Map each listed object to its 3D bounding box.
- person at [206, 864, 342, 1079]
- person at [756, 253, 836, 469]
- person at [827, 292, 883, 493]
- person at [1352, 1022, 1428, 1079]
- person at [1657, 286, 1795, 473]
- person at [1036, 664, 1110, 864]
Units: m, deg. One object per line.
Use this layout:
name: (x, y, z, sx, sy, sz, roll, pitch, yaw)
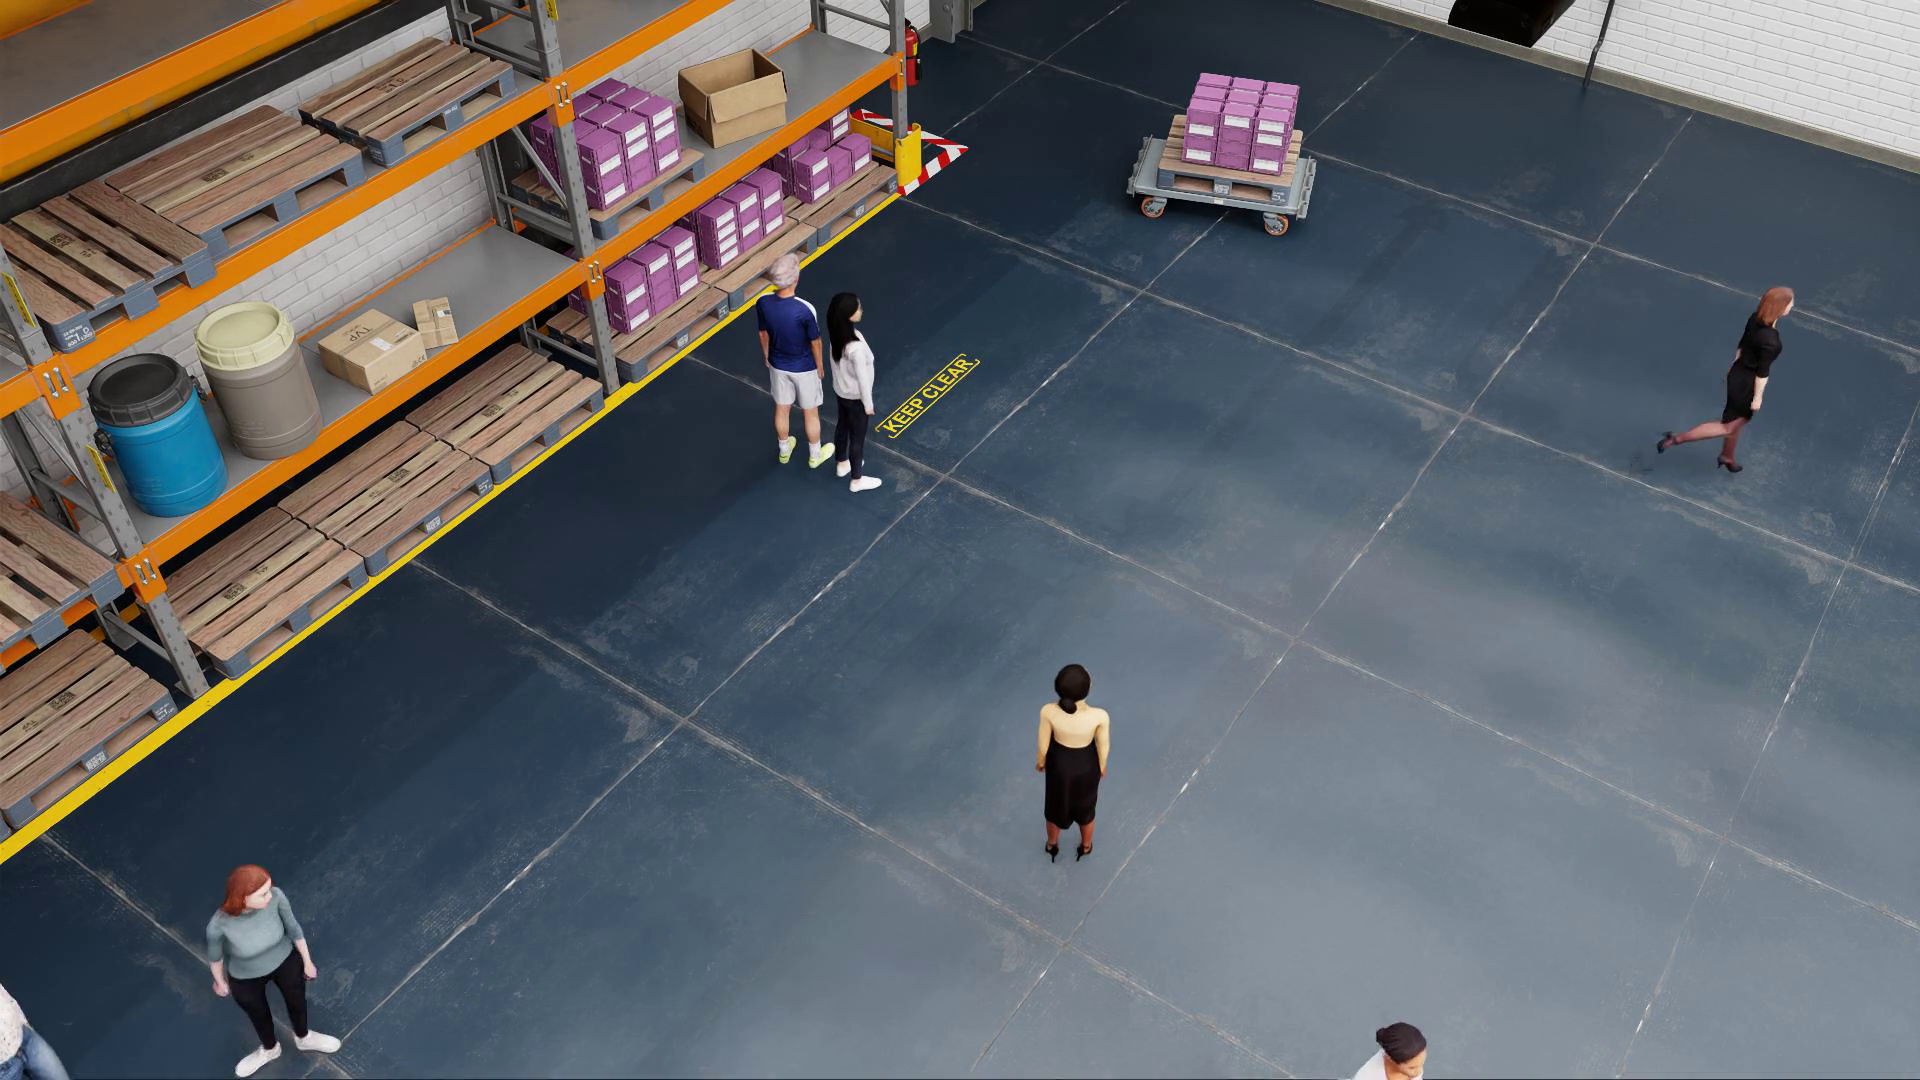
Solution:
person: (-3.698, 2.264, 8.708, 0.648, 1.717, 0.887, -18, 46, -18)
person: (-1.240, -1.314, 12.380, 0.698, 1.831, 0.661, 12, 45, 13)
person: (-0.808, -1.103, 12.254, 0.679, 1.700, 0.694, -22, 48, -22)
person: (1.920, 2.826, 8.137, 1.133, 1.691, 0.934, -28, 50, -26)
person: (5.713, -1.134, 12.299, 0.913, 1.683, 0.983, 5, 44, 5)
person: (0.653, 1.332, 9.732, 0.660, 1.654, 0.681, 5, 44, 5)
